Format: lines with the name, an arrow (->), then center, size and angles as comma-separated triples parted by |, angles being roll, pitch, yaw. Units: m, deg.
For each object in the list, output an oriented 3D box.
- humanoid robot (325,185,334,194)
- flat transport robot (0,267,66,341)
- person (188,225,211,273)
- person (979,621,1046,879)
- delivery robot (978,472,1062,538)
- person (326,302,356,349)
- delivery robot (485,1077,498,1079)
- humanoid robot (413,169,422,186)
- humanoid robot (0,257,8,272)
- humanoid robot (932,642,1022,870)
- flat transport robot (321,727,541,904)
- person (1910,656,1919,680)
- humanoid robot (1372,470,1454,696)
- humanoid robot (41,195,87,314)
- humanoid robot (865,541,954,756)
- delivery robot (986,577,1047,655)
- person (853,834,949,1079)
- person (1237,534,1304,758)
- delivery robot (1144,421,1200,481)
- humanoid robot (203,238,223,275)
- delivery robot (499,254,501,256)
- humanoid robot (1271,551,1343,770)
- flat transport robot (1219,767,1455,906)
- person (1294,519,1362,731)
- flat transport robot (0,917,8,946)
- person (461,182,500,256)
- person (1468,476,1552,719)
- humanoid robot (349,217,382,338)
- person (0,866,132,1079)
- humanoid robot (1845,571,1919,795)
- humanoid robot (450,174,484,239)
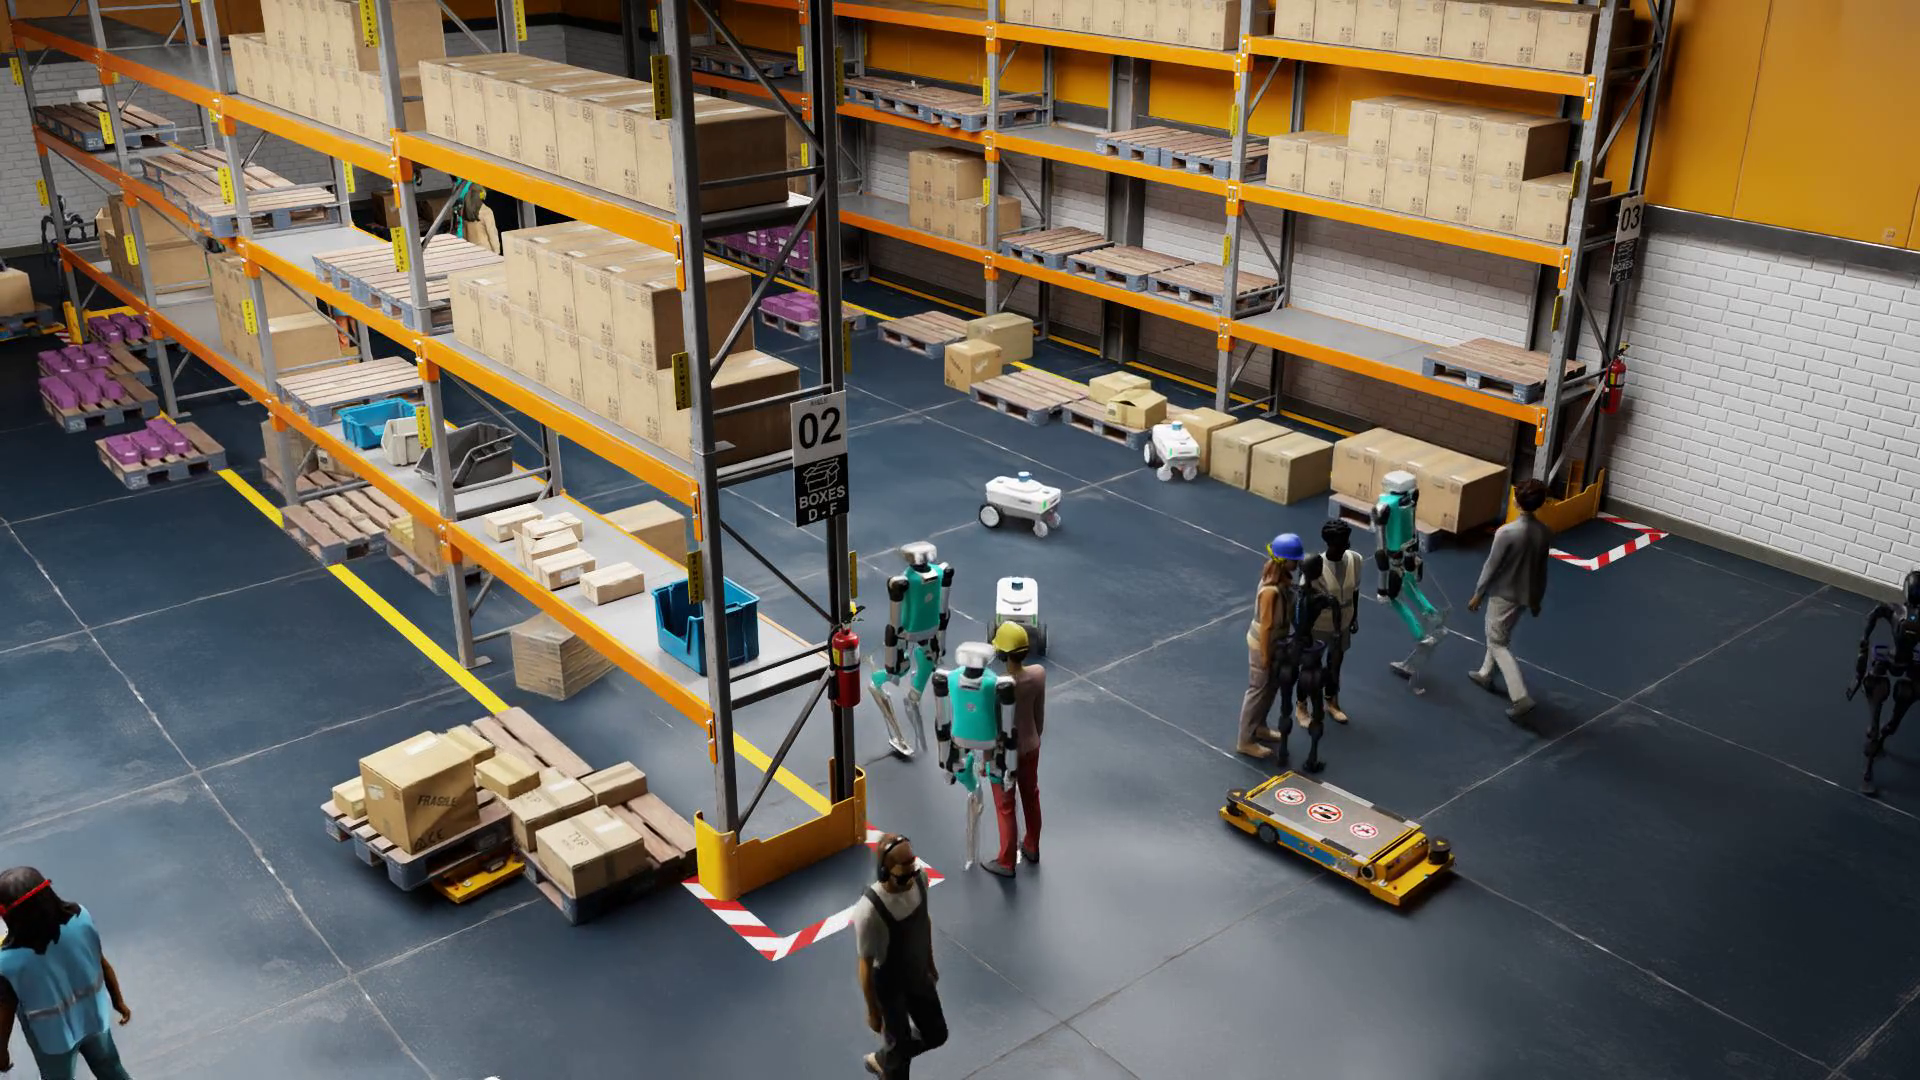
humanoid robot -> -8.891, -4.341, 23.922 | 0.319, 1.652, 0.610 | 4, 24, 8
flat transport robot -> -12.758, -2.779, 22.079 | 0.659, 0.231, 1.431 | 18, 29, 36
person -> -10.602, -4.179, 23.283 | 0.453, 1.879, 0.664 | -4, 24, -9
person -> 0.325, 1.334, 10.666 | 0.532, 1.767, 0.322 | -21, 31, -40
delivery robot -> 0.600, -0.376, 16.137 | 0.768, 0.581, 0.499 | 14, 27, 30
person -> -7.429, -2.775, 20.180 | 0.495, 1.767, 0.330 | -2, 23, -4
delivery robot -> -2.602, 3.008, 8.301 | 0.773, 0.582, 0.499 | -15, 27, -31
humanoid robot -> -9.481, -6.117, 28.002 | 1.004, 1.781, 0.530 | 9, 25, 20
humanoid robot -> -12.691, -3.465, 21.900 | 0.598, 1.641, 0.541 | 11, 26, 25
humanoid robot -> 0.159, 1.354, 10.660 | 0.533, 1.770, 0.798 | 6, 24, 13
flat transport robot -> -3.475, 1.951, 11.125 | 1.431, 0.231, 0.659 | 20, 30, 38
person -> 7.805, 0.267, 12.945 | 0.546, 1.924, 0.382 | 14, 27, 28
humanoid robot -> 3.560, 0.393, 12.925 | 0.772, 1.824, 0.548 | 21, 31, 40
humanoid robot -> -12.396, -3.963, 23.060 | 0.596, 1.642, 0.432 | -14, 27, -29
humanoid robot -> -0.428, 0.827, 12.000 | 0.540, 1.877, 0.729 | -17, 29, -35
delivery robot -> 0.475, 0.606, 13.867 | 0.499, 0.585, 0.765 | 1, 23, 2
person -> -0.307, 2.254, 8.458 | 0.445, 1.825, 0.533 | 17, 28, 34
person -> 2.267, 0.755, 12.021 | 0.394, 1.756, 0.480 | 10, 25, 21
delivery robot -> 2.256, -0.961, 17.530 | 0.511, 0.611, 0.782 | -3, 24, -8
humanoid robot -> -10.501, -4.044, 23.237 | 0.772, 1.840, 0.537 | -2, 23, -4
delivery robot -> -7.251, -4.220, 25.045 | 0.499, 0.587, 0.788 | 12, 26, 26
humanoid robot -> 2.441, 0.865, 11.873 | 0.608, 1.649, 0.332 | 14, 27, 30
flat transport robot -> 2.508, 1.948, 11.132 | 0.659, 0.231, 1.431 | -21, 31, -39
person -> 2.742, 0.618, 12.420 | 0.532, 1.690, 0.320 | -10, 25, -21
flat transport robot -> -6.081, 2.410, 10.062 | 1.431, 0.231, 0.659 | 13, 26, 27
person -> -6.549, -3.961, 22.790 | 0.565, 1.875, 0.403 | 11, 26, 24
person -> 4.217, 0.431, 12.635 | 0.552, 1.871, 0.867 | -9, 25, -20
humanoid robot -> -7.951, -3.453, 21.885 | 0.696, 1.632, 0.587 | 12, 26, 25
person -> -4.369, 2.382, 8.120 | 0.450, 1.858, 0.579 | 15, 27, 30
humanoid robot -> 6.624, 0.951, 11.750 | 0.598, 1.631, 0.823 | 8, 25, 17
humanoid robot -> -7.420, -4.694, 24.691 | 0.541, 1.796, 0.783 | 8, 25, 19
